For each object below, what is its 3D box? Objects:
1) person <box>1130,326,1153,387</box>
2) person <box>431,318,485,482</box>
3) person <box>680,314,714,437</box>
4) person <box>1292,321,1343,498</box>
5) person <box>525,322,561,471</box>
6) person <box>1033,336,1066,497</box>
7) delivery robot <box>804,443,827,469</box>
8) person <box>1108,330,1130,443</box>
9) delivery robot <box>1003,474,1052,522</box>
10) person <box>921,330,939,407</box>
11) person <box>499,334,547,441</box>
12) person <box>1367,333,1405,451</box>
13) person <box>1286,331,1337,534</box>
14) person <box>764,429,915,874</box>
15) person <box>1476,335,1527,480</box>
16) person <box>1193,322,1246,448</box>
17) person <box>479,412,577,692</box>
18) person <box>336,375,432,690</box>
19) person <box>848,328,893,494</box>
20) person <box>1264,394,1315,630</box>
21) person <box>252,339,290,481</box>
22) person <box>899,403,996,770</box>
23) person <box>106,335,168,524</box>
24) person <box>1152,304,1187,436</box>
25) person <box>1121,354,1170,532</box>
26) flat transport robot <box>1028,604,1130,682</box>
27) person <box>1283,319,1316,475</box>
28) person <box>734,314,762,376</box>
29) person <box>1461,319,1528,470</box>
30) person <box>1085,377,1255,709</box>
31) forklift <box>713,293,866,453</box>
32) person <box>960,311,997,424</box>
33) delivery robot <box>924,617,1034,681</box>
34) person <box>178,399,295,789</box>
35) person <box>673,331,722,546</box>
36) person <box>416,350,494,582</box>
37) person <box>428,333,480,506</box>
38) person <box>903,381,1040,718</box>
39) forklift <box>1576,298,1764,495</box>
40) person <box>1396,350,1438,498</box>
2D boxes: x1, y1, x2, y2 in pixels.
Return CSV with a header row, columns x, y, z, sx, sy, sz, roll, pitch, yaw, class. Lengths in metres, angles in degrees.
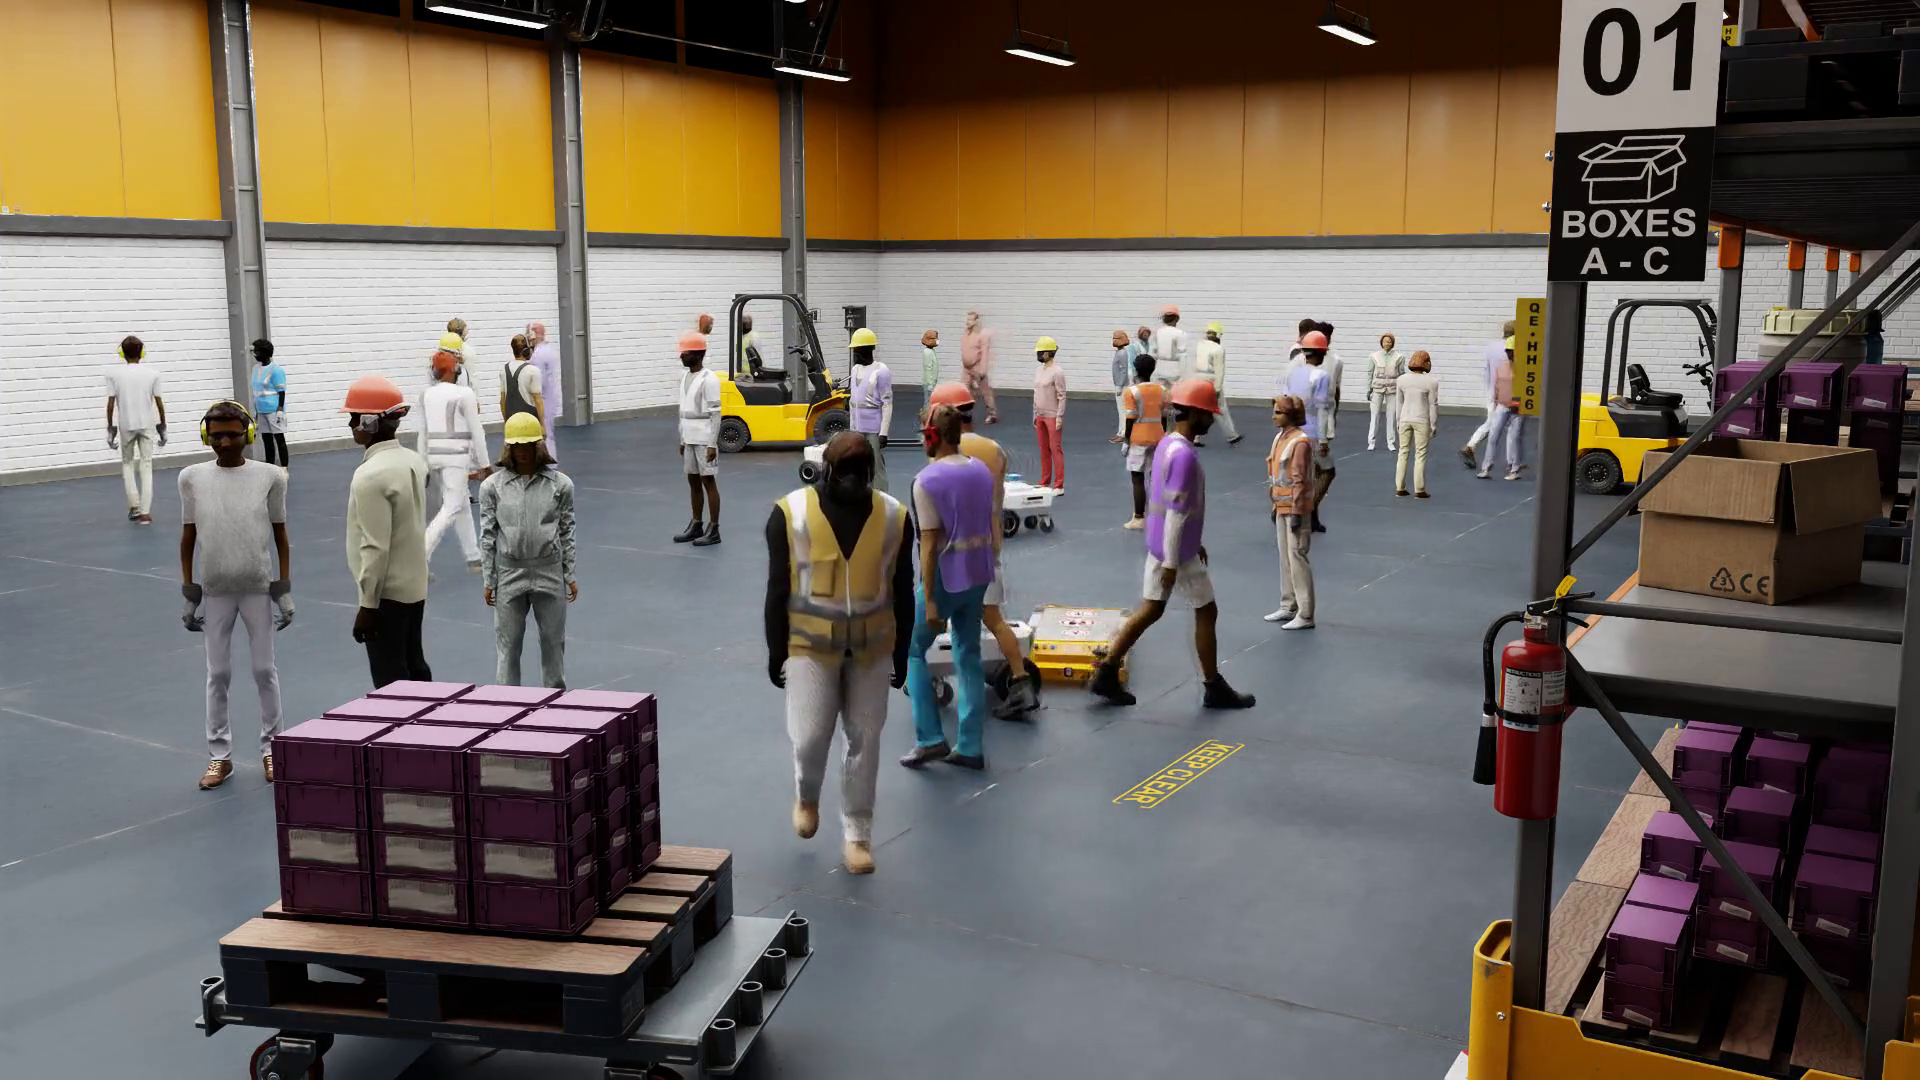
x,y,z,sx,sy,sz,roll,pitch,yaw,class
2.955,-2.664,26.989,0.533,1.605,0.719,-6,11,-33,person
-5.913,-1.641,19.599,0.627,1.935,0.371,4,10,26,person
-3.810,-2.438,24.830,0.847,1.842,0.594,-3,10,-18,person
3.920,-1.458,18.422,0.600,1.944,0.690,-2,9,-11,person
-4.894,-1.606,19.507,0.400,1.894,0.734,-1,9,-3,person
0.958,-1.356,18.341,0.326,1.767,0.533,-5,11,-30,person
-1.456,-0.981,19.473,0.707,0.478,0.477,4,10,23,delivery robot
2.324,-2.231,24.207,0.279,1.634,0.497,0,9,0,person
0.515,-0.375,15.694,0.707,0.478,0.477,-6,11,-32,delivery robot
-0.428,-2.264,24.417,0.276,1.633,0.507,0,9,3,person
-4.439,-1.175,16.963,0.513,1.845,0.335,4,10,24,person
5.901,-2.051,23.069,0.518,1.639,0.312,2,9,10,person
3.280,-0.990,15.569,0.515,1.919,0.566,-5,10,-30,person
-0.488,0.447,6.880,0.634,1.830,0.500,-2,9,-13,person
6.457,-1.541,19.603,0.754,1.732,0.530,-8,12,-42,person
3.591,-2.176,23.426,0.922,1.774,0.597,-7,11,-35,person
-2.243,0.202,8.684,0.492,1.742,0.315,-3,10,-18,person
-2.644,0.236,7.688,0.381,1.994,0.619,0,9,1,person
-0.908,-1.102,16.254,0.382,1.924,0.594,-7,12,-38,person
2.294,-0.198,11.546,0.319,1.629,0.514,-1,9,-9,person
-8.130,-1.522,19.592,0.536,1.694,0.322,6,11,33,person
-0.083,0.233,8.245,0.546,1.819,0.555,8,12,42,person
-8.138,-1.096,16.453,0.546,1.844,0.641,-4,10,-25,person
3.147,-2.404,24.142,0.724,2.003,0.639,-9,13,-43,person
1.765,-0.930,15.887,0.540,1.698,0.317,-6,11,-32,person
0.750,0.634,10.568,0.652,0.197,1.431,1,9,8,flat transport robot
4.110,-1.710,20.090,0.393,1.915,0.587,4,10,22,person
-3.274,-2.581,25.853,0.489,1.858,0.640,-5,11,-30,person
6.692,-1.795,20.702,0.907,1.907,0.649,-4,10,-22,person
1.164,0.030,9.343,0.926,1.893,0.545,-1,9,-6,person
-2.458,-2.344,23.176,2.313,2.155,1.214,0,9,-2,forklift
0.233,-2.763,26.876,1.055,1.854,0.657,-9,13,-44,person
0.054,0.605,9.575,0.707,0.478,0.477,-2,9,-12,delivery robot
-3.468,0.257,7.973,0.508,1.864,0.329,-3,10,-18,person
-2.378,-0.913,15.038,0.378,1.938,0.547,-8,12,-41,person
-4.182,-0.604,13.430,0.610,1.840,0.913,6,11,32,person
-5.343,-1.271,17.602,0.602,1.830,0.404,7,12,38,person
0.063,0.055,9.267,0.616,1.865,1.004,-7,12,-39,person
7.954,-1.589,18.462,2.313,2.155,1.214,5,11,30,forklift
4.998,-1.267,18.225,0.494,1.624,0.279,8,12,40,person
